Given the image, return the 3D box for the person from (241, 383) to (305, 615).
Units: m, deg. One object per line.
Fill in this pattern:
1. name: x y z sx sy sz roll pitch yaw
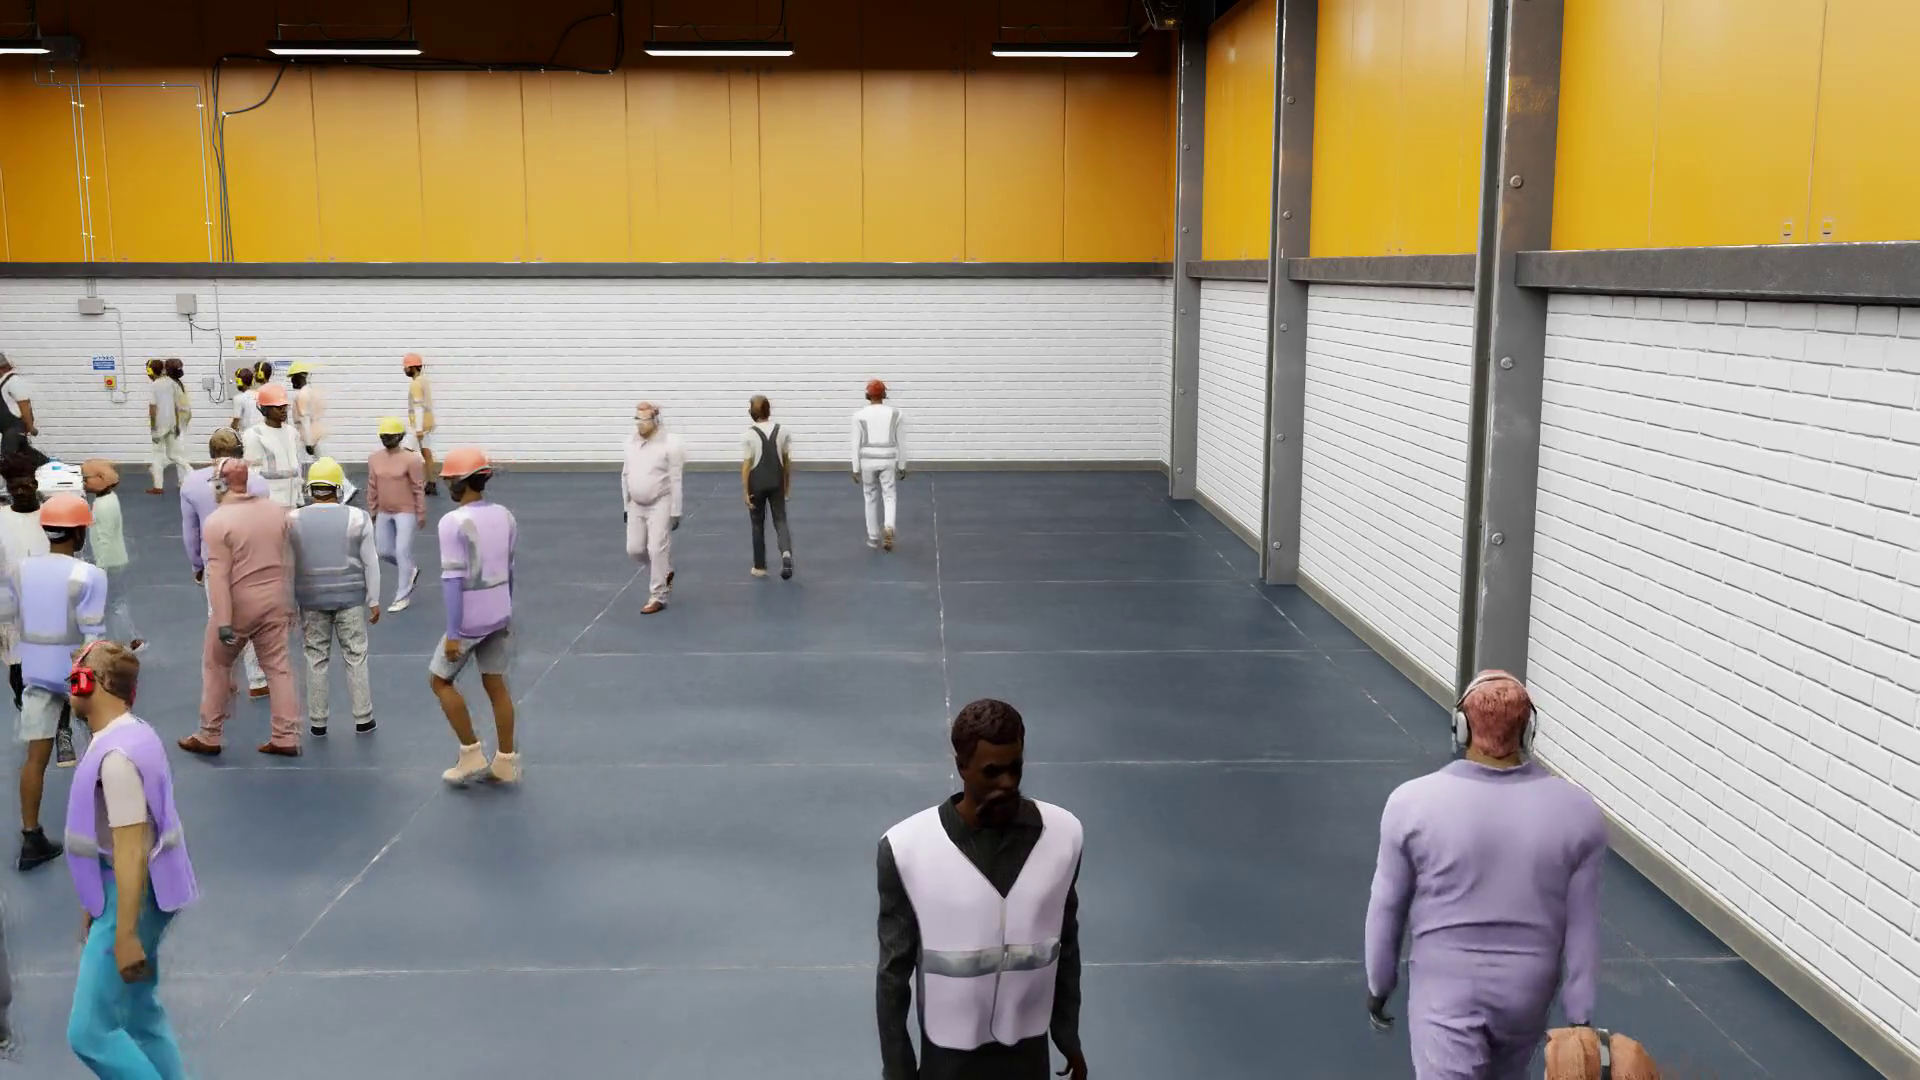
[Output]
1. person: -5.935 -0.343 14.514 0.377 2.045 0.605 3 10 19

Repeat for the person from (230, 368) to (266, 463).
1. person: -8.698 -1.166 20.221 0.844 1.827 0.489 2 9 11

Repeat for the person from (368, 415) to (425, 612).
1. person: -5.007 -0.258 14.866 0.539 1.750 0.561 2 10 15

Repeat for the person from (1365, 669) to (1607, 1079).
1. person: 1.538 1.316 4.907 0.655 1.871 0.954 1 9 5

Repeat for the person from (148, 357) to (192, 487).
1. person: -10.869 -1.607 22.938 0.545 1.822 0.678 0 9 -1

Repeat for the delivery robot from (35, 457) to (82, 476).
1. delivery robot: -11.898 -0.847 21.876 0.477 0.478 0.707 4 10 24

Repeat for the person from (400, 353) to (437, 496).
1. person: -7.282 -1.526 22.144 0.607 1.917 0.579 -1 9 -5

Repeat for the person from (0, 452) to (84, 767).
1. person: -5.775 0.398 10.353 0.610 1.938 0.864 -5 11 -29

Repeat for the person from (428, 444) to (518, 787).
1. person: -2.853 0.454 9.691 0.581 2.020 0.652 4 10 23

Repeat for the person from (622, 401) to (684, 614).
1. person: -2.708 -0.302 14.756 0.654 1.886 0.524 5 10 26

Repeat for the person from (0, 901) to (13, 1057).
1. person: -2.997 1.451 4.812 0.403 1.618 0.503 5 11 28

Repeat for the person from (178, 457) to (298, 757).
1. person: -4.516 0.419 10.357 0.857 1.874 0.658 4 10 25

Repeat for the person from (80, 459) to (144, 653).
1. person: -6.416 0.196 12.458 0.342 1.620 0.510 -5 10 -26

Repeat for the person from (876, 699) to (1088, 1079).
1. person: 0.059 1.355 4.495 0.596 1.916 0.380 -4 10 -22

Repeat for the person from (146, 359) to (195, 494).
1. person: -10.639 -1.516 22.354 0.655 1.841 0.558 3 10 16

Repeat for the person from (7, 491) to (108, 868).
1. person: -4.652 0.686 8.711 0.557 1.876 1.019 0 9 3

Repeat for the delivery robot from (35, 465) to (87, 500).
1. delivery robot: -11.382 -0.702 20.987 0.707 0.478 0.477 -2 9 -13

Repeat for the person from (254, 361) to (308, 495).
1. person: -9.035 -1.434 21.864 0.914 1.836 0.520 -1 9 -6

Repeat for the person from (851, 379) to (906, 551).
1. person: -0.870 -0.799 17.864 0.591 1.861 0.798 -1 9 -7

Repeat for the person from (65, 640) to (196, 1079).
1. person: -2.775 1.242 5.548 0.409 1.804 0.684 -4 10 -23

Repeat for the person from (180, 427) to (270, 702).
1. person: -5.092 0.176 11.660 0.636 1.937 0.358 1 9 3

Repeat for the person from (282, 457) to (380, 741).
1. person: -4.053 0.381 10.735 0.601 1.827 0.404 -3 10 -17

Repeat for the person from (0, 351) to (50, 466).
1. person: -12.742 -1.655 22.571 0.704 2.000 1.020 8 12 39

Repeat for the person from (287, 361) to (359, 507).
1. person: -8.221 -1.340 21.159 0.963 1.881 0.579 -1 9 -4

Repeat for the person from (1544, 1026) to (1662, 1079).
1. person: 1.154 1.708 3.194 0.432 1.624 0.540 4 10 24

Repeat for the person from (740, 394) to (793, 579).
1. person: -1.856 -0.501 16.154 0.531 1.827 0.725 -4 10 -23
